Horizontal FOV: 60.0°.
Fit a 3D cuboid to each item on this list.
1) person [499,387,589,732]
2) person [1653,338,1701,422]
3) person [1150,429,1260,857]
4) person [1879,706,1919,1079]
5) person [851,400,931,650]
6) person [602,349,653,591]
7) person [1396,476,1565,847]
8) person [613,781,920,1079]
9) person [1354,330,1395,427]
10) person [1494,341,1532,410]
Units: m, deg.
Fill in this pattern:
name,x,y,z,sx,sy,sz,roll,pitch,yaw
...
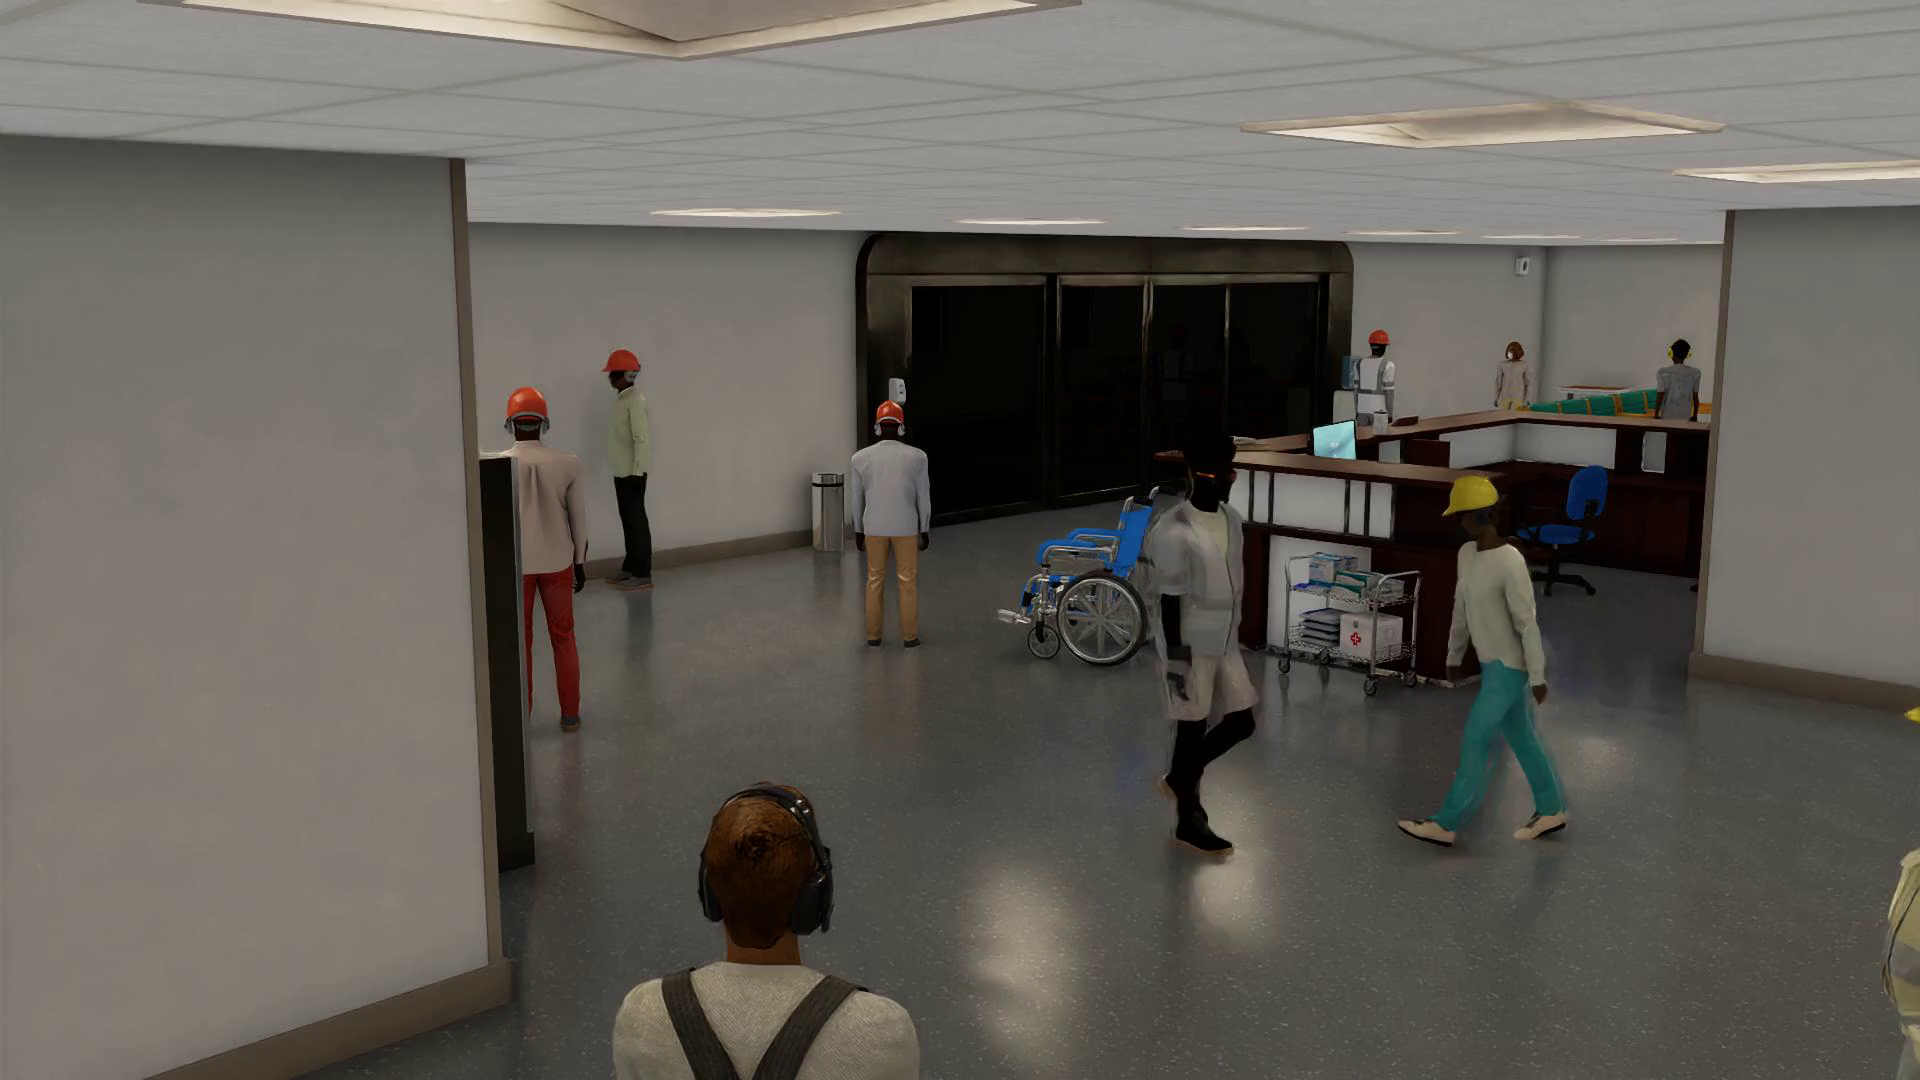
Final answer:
name,x,y,z,sx,sy,sz,roll,pitch,yaw
person,-2.419,0.130,9.447,0.609,1.995,0.378,-4,10,-24
person,8.129,-1.351,18.917,0.524,1.871,0.325,0,9,2
person,1.090,0.464,7.532,0.614,1.950,0.447,-8,12,-41
person,2.441,1.140,3.828,0.662,1.809,0.596,2,10,14
person,-0.478,-0.102,11.641,0.564,1.743,0.352,1,9,7
person,-2.764,-0.583,13.819,0.387,1.993,0.622,-5,10,-26
person,2.436,0.568,7.612,0.909,1.715,0.549,-1,9,-6
person,-0.300,1.296,2.751,0.508,1.846,0.345,1,9,7
person,5.013,-1.571,20.105,0.392,1.929,0.546,-9,13,-43
person,7.845,-2.001,23.622,0.509,1.632,0.271,6,11,33
